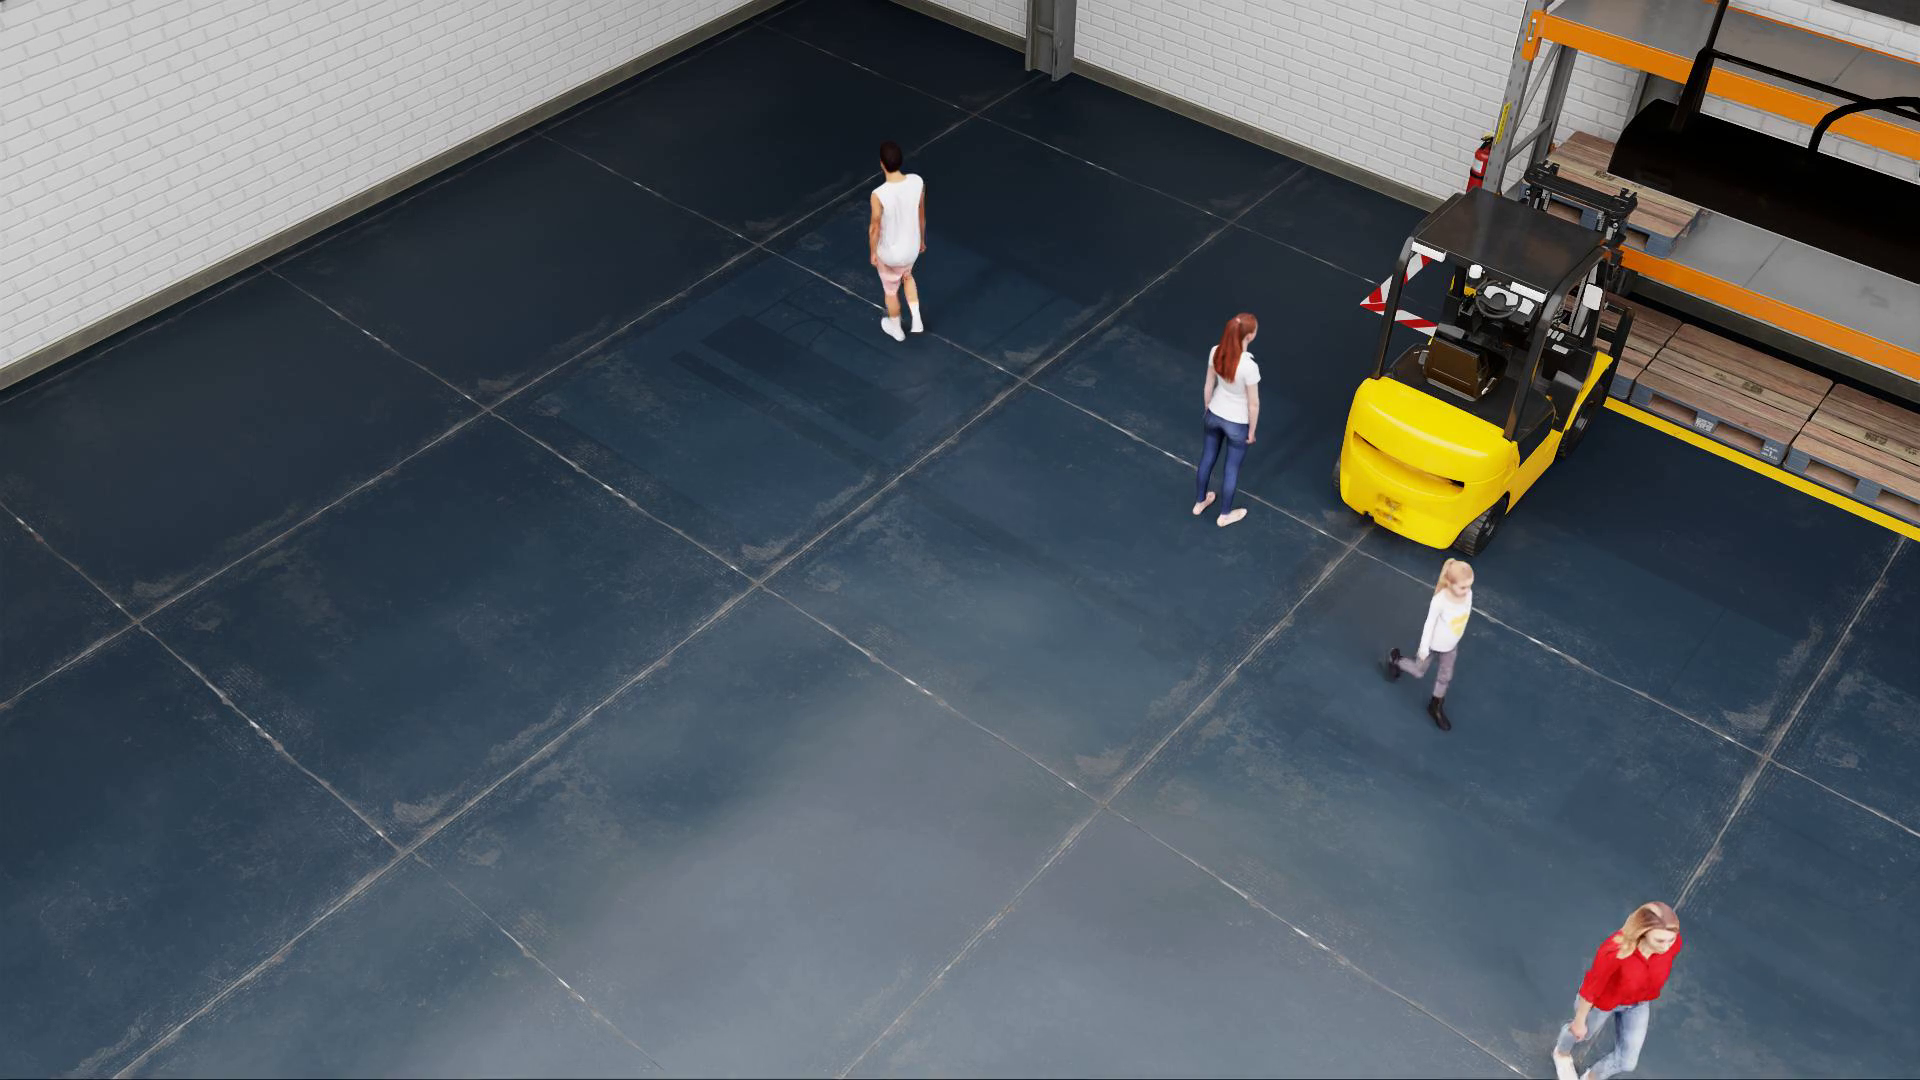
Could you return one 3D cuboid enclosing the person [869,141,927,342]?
[{"bbox_3d":[-0.450,-2.275,13.075,0.761,1.781,0.824,-23,48,-22],"label":"person"}]

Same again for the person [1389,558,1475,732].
[{"bbox_3d":[2.973,0.593,10.439,0.727,1.264,0.892,-16,46,-16],"label":"person"}]

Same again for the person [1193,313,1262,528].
[{"bbox_3d":[1.862,-0.835,11.595,0.463,1.737,0.636,33,52,29],"label":"person"}]

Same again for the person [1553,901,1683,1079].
[{"bbox_3d":[3.257,2.258,8.385,0.803,1.687,0.858,-7,44,-8],"label":"person"}]
